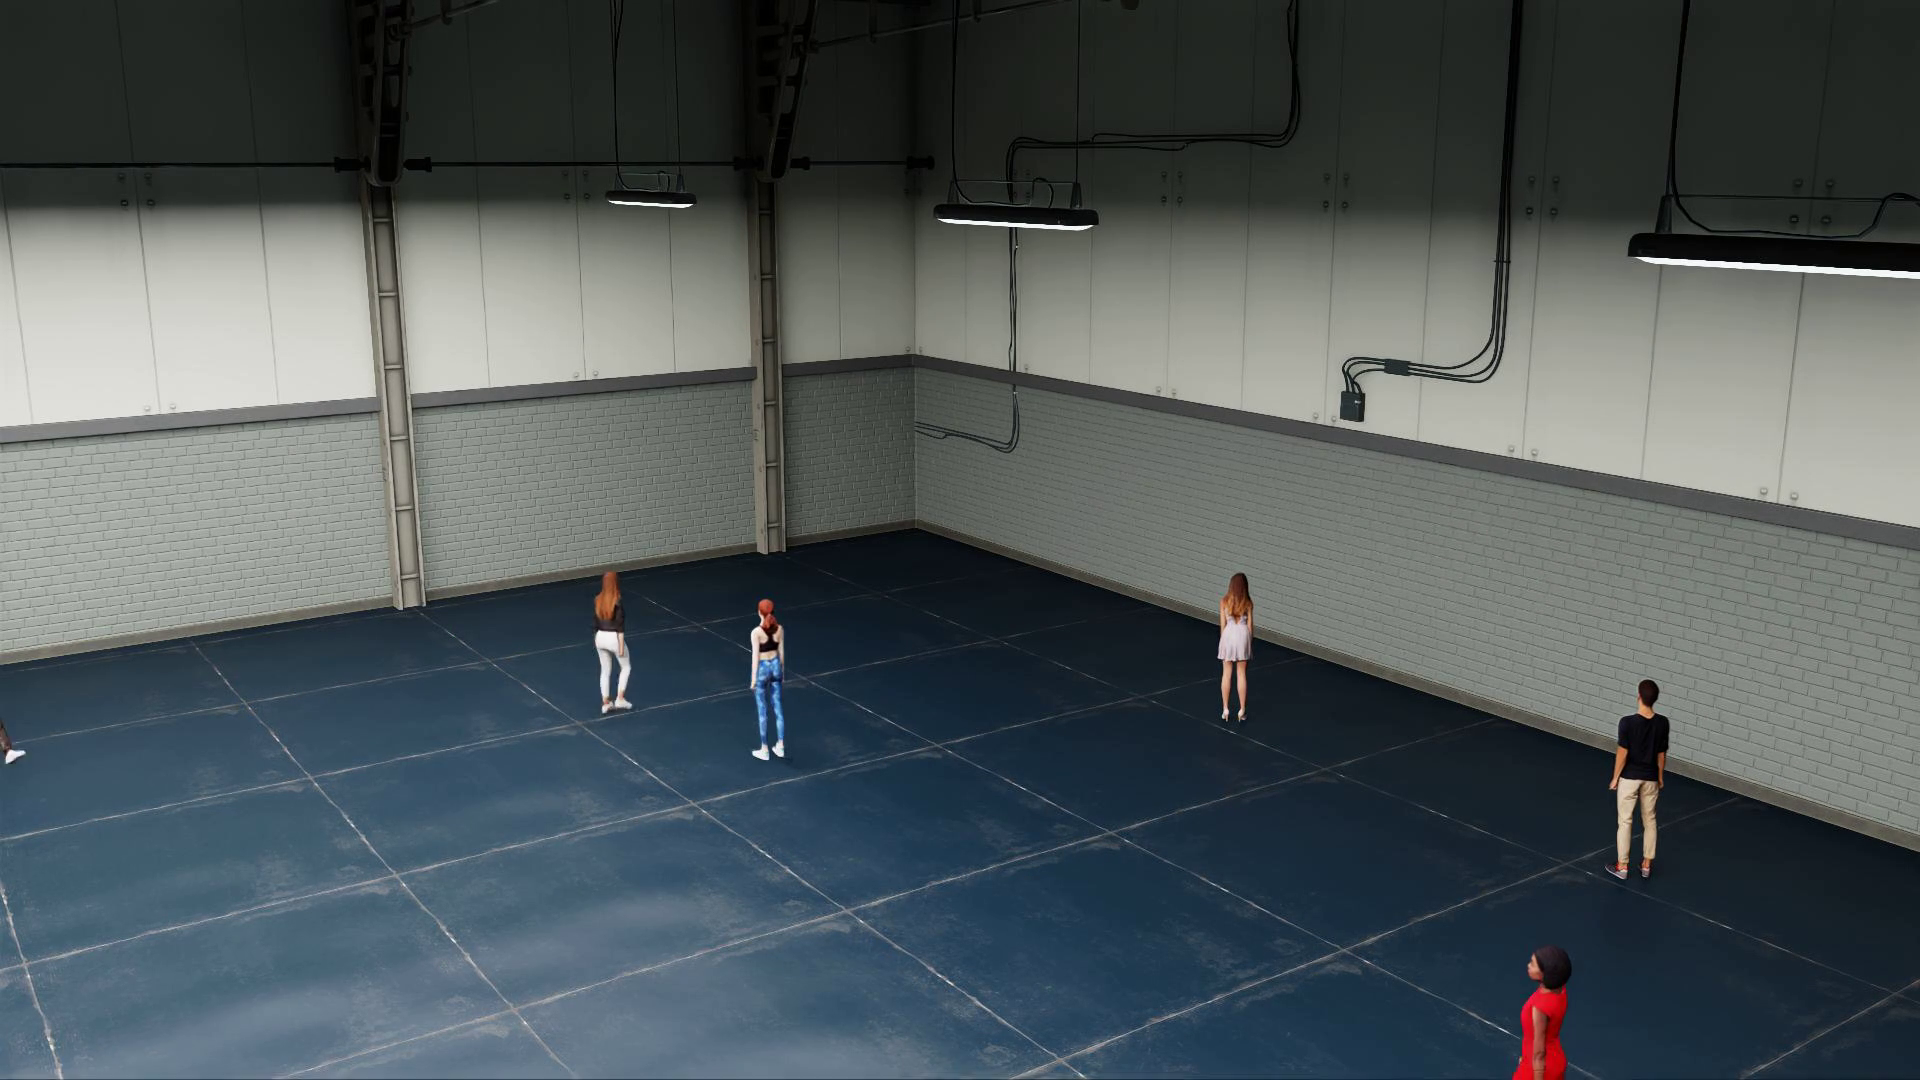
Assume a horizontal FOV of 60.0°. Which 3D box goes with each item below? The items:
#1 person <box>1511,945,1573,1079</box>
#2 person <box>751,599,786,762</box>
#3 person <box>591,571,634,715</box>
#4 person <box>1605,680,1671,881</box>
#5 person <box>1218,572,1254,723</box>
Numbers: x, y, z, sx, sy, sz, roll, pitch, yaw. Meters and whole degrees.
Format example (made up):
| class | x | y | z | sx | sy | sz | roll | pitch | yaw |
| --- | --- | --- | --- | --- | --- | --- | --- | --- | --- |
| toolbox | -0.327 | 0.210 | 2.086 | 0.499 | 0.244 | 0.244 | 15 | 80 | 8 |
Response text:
| class | x | y | z | sx | sy | sz | roll | pitch | yaw |
| --- | --- | --- | --- | --- | --- | --- | --- | --- | --- |
| person | 3.685 | 3.342 | 10.275 | 0.883 | 1.701 | 1.105 | 9 | 16 | 35 |
| person | -2.078 | 1.503 | 18.030 | 0.516 | 1.785 | 0.620 | -10 | 16 | -36 |
| person | -4.144 | 1.221 | 19.457 | 0.701 | 1.691 | 0.731 | 5 | 14 | 21 |
| person | 6.146 | 2.158 | 15.039 | 0.642 | 1.859 | 0.766 | -1 | 13 | -4 |
| person | 3.190 | 1.234 | 19.226 | 0.682 | 1.770 | 0.738 | 3 | 13 | 13 |
